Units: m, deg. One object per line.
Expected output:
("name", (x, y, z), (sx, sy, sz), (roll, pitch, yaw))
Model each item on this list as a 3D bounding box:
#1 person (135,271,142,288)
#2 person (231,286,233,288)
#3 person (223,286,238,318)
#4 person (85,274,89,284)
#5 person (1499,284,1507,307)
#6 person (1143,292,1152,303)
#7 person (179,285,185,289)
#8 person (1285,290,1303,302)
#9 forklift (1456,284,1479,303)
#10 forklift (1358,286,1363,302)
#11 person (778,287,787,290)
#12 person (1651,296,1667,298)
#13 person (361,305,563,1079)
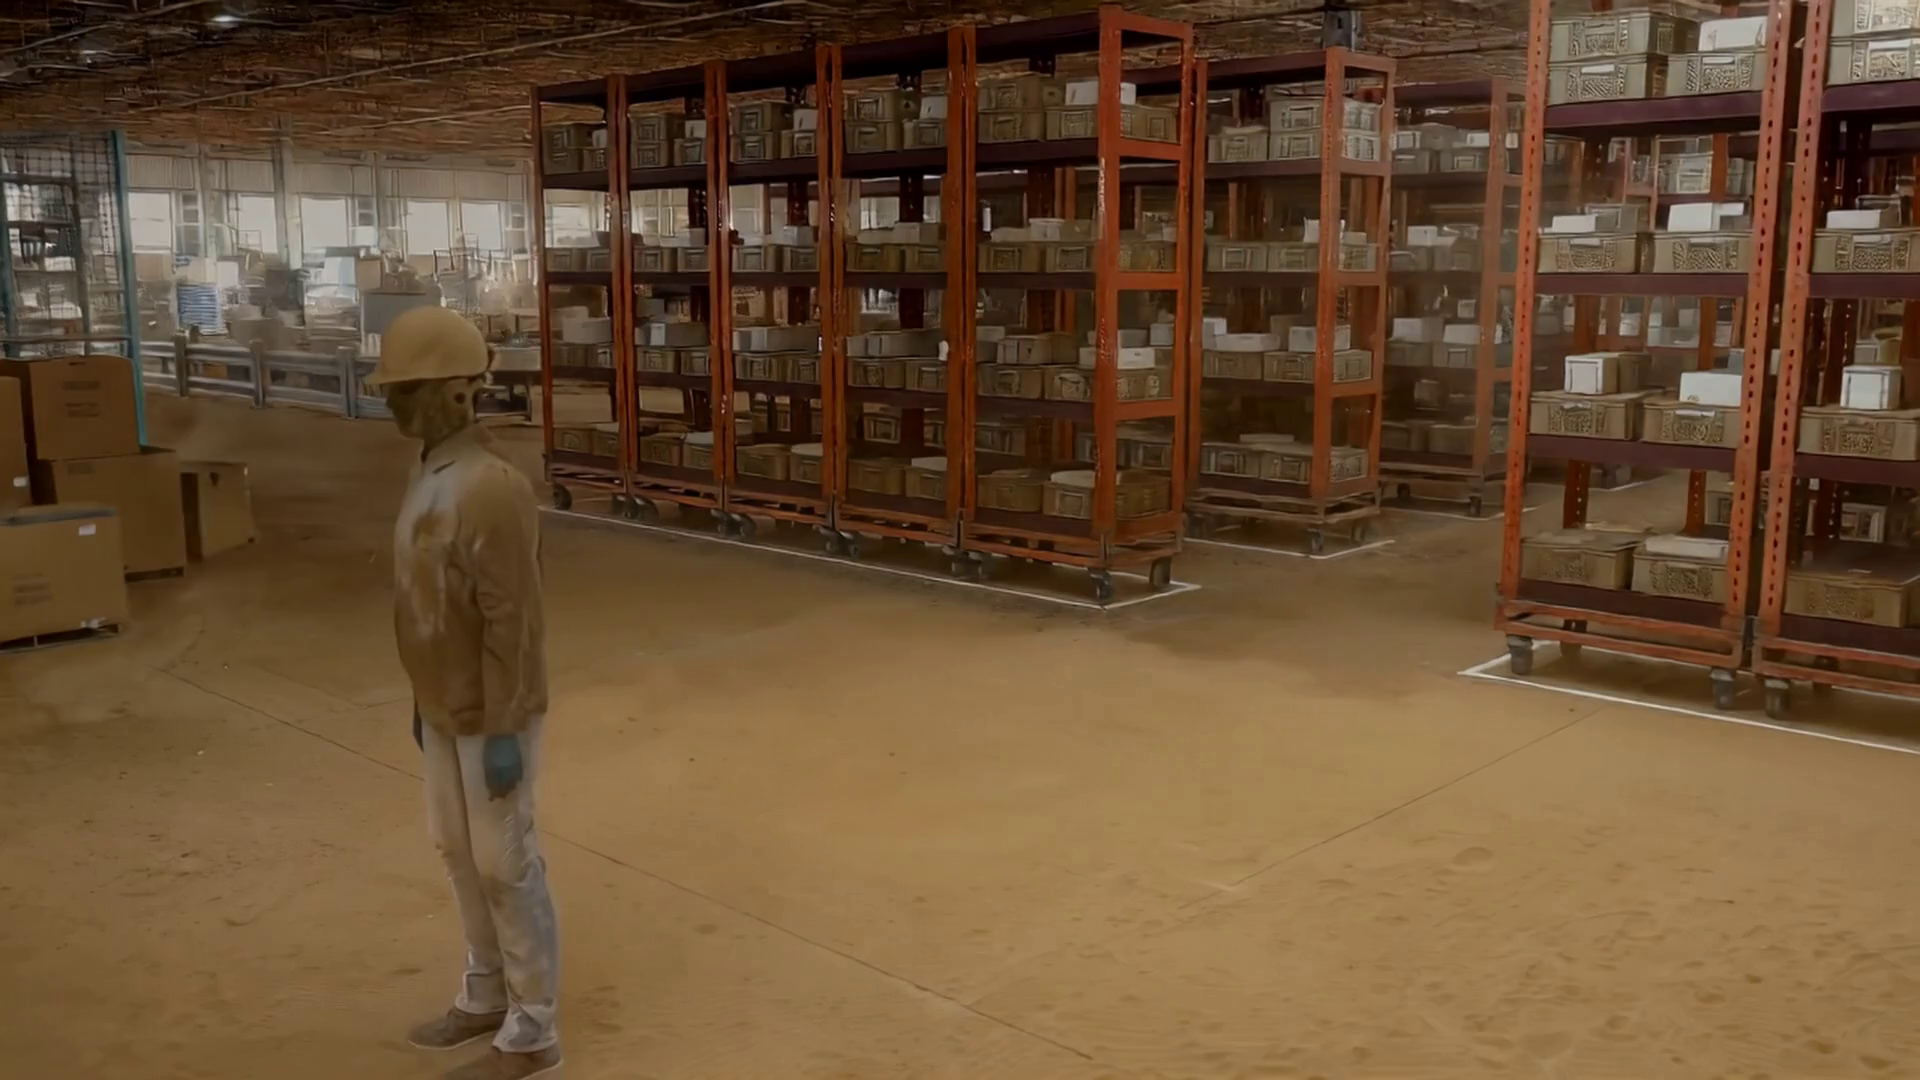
("person", (-26.946, -7.778, 54.202), (0.684, 2.000, 0.538), (8, 12, 42))
("person", (-25.726, -8.391, 58.318), (0.545, 1.921, 0.660), (-4, 10, -21))
("person", (-16.534, -4.990, 37.627), (0.329, 1.874, 0.518), (3, 10, 16))
("person", (-41.175, -11.620, 78.366), (0.429, 1.845, 0.622), (-1, 9, -6))
("person", (9.072, -3.441, 28.135), (0.635, 1.870, 0.960), (8, 12, 39))
("person", (6.306, -7.994, 56.695), (0.853, 1.652, 0.551), (2, 10, 13))
("person", (-38.051, -12.157, 81.269), (0.638, 1.967, 0.645), (-5, 11, -28))
("person", (8.489, -5.781, 42.416), (0.639, 1.901, 0.960), (1, 9, 5))
("forklift", (14.361, -6.997, 46.844), (1.873, 2.768, 1.129), (9, 13, 43))
("forklift", (11.100, -7.017, 46.970), (1.873, 2.768, 1.129), (9, 13, 43))
("person", (-7.921, -11.123, 75.140), (0.595, 1.907, 0.449), (-2, 9, -11))
("person", (15.577, -4.909, 37.393), (0.925, 1.781, 0.617), (-8, 12, -40))
("person", (-1.254, 0.408, 4.196), (0.400, 1.986, 0.608), (-8, 12, -40))
